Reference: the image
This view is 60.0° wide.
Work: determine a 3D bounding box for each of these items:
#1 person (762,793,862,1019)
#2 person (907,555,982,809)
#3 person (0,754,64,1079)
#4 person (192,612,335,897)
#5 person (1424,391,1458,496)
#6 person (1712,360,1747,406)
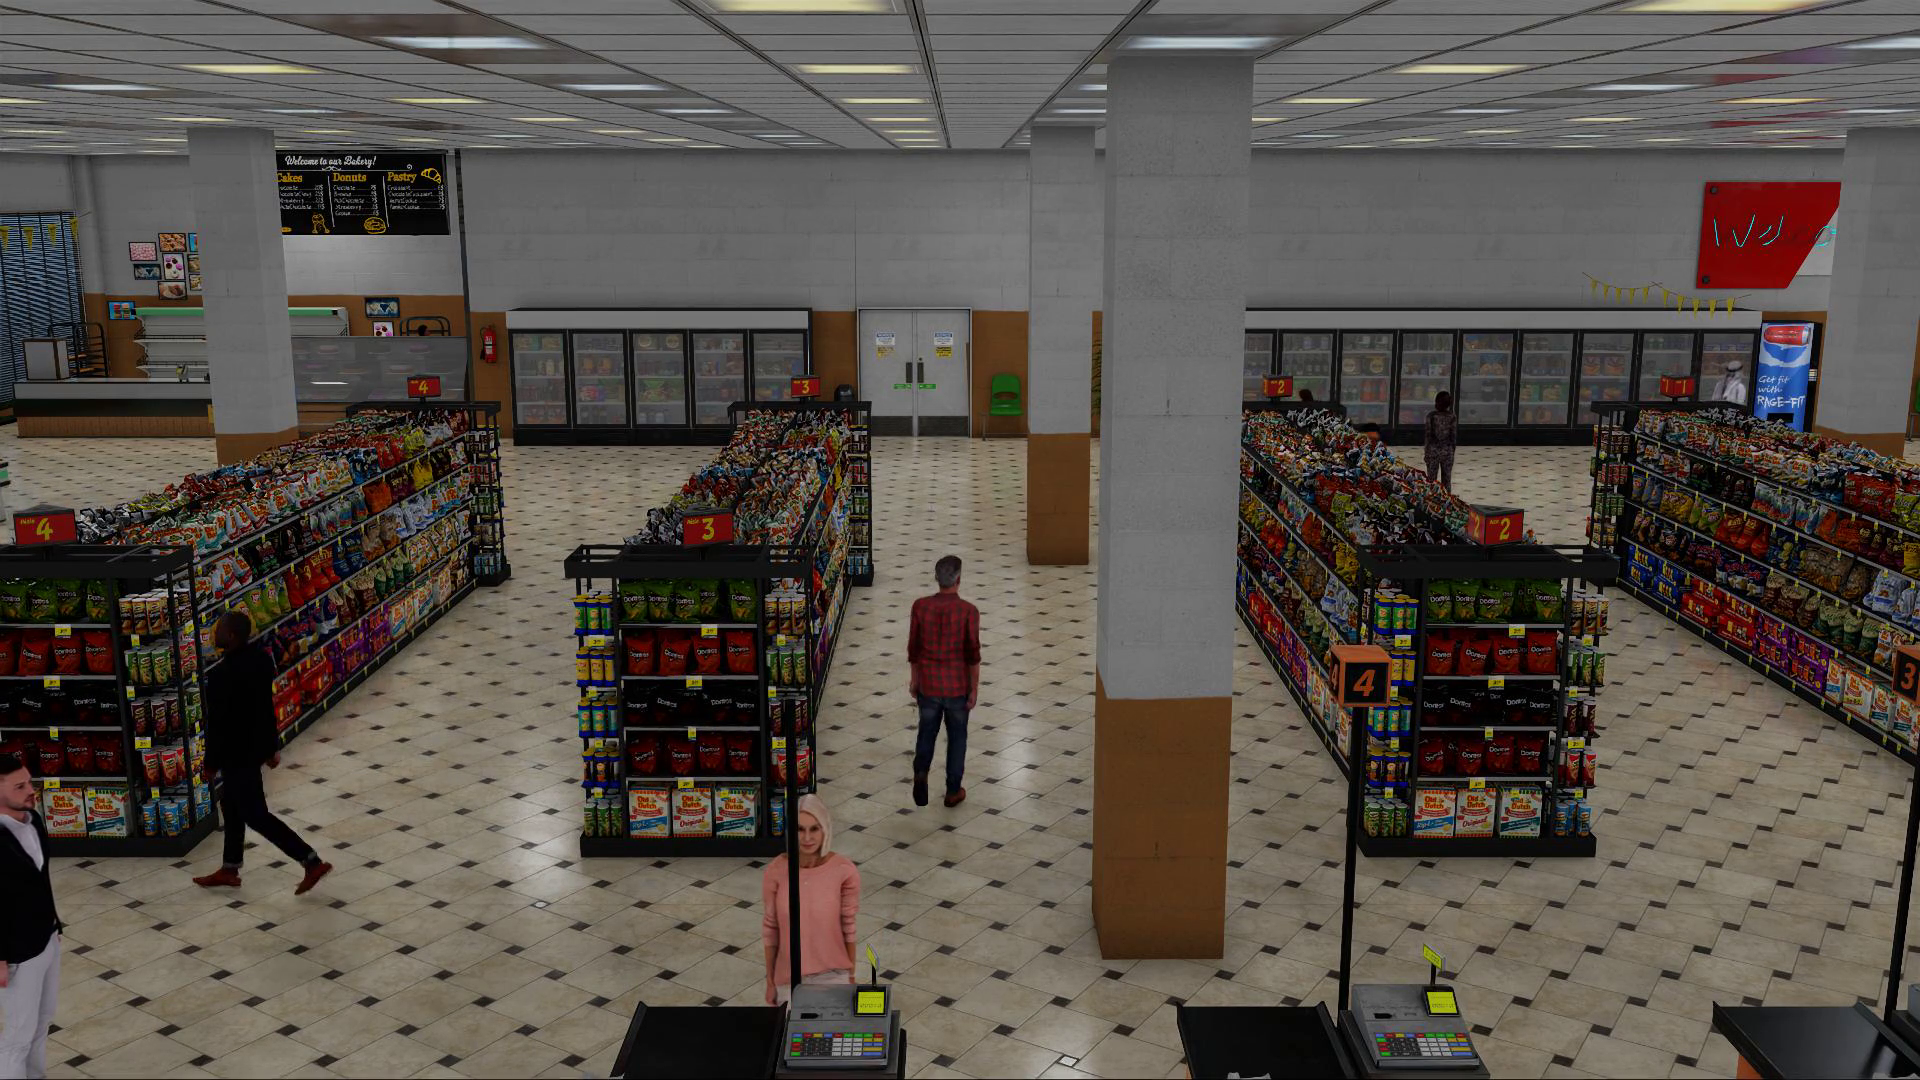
[{"bbox_3d":[-0.656,1.947,7.467,0.582,1.723,0.503,0,12,0],"label":"person"},{"bbox_3d":[-0.138,1.024,11.615,0.847,1.820,0.989,4,12,16],"label":"person"},{"bbox_3d":[-4.305,1.854,7.621,0.718,1.842,0.458,0,12,-1],"label":"person"},{"bbox_3d":[-4.293,1.342,10.177,0.723,1.790,1.071,0,12,-1],"label":"person"},{"bbox_3d":[6.381,-1.131,22.106,0.584,1.714,0.579,1,12,4],"label":"person"},{"bbox_3d":[11.012,-1.631,24.036,1.143,1.898,1.234,-7,14,-31],"label":"person"}]
